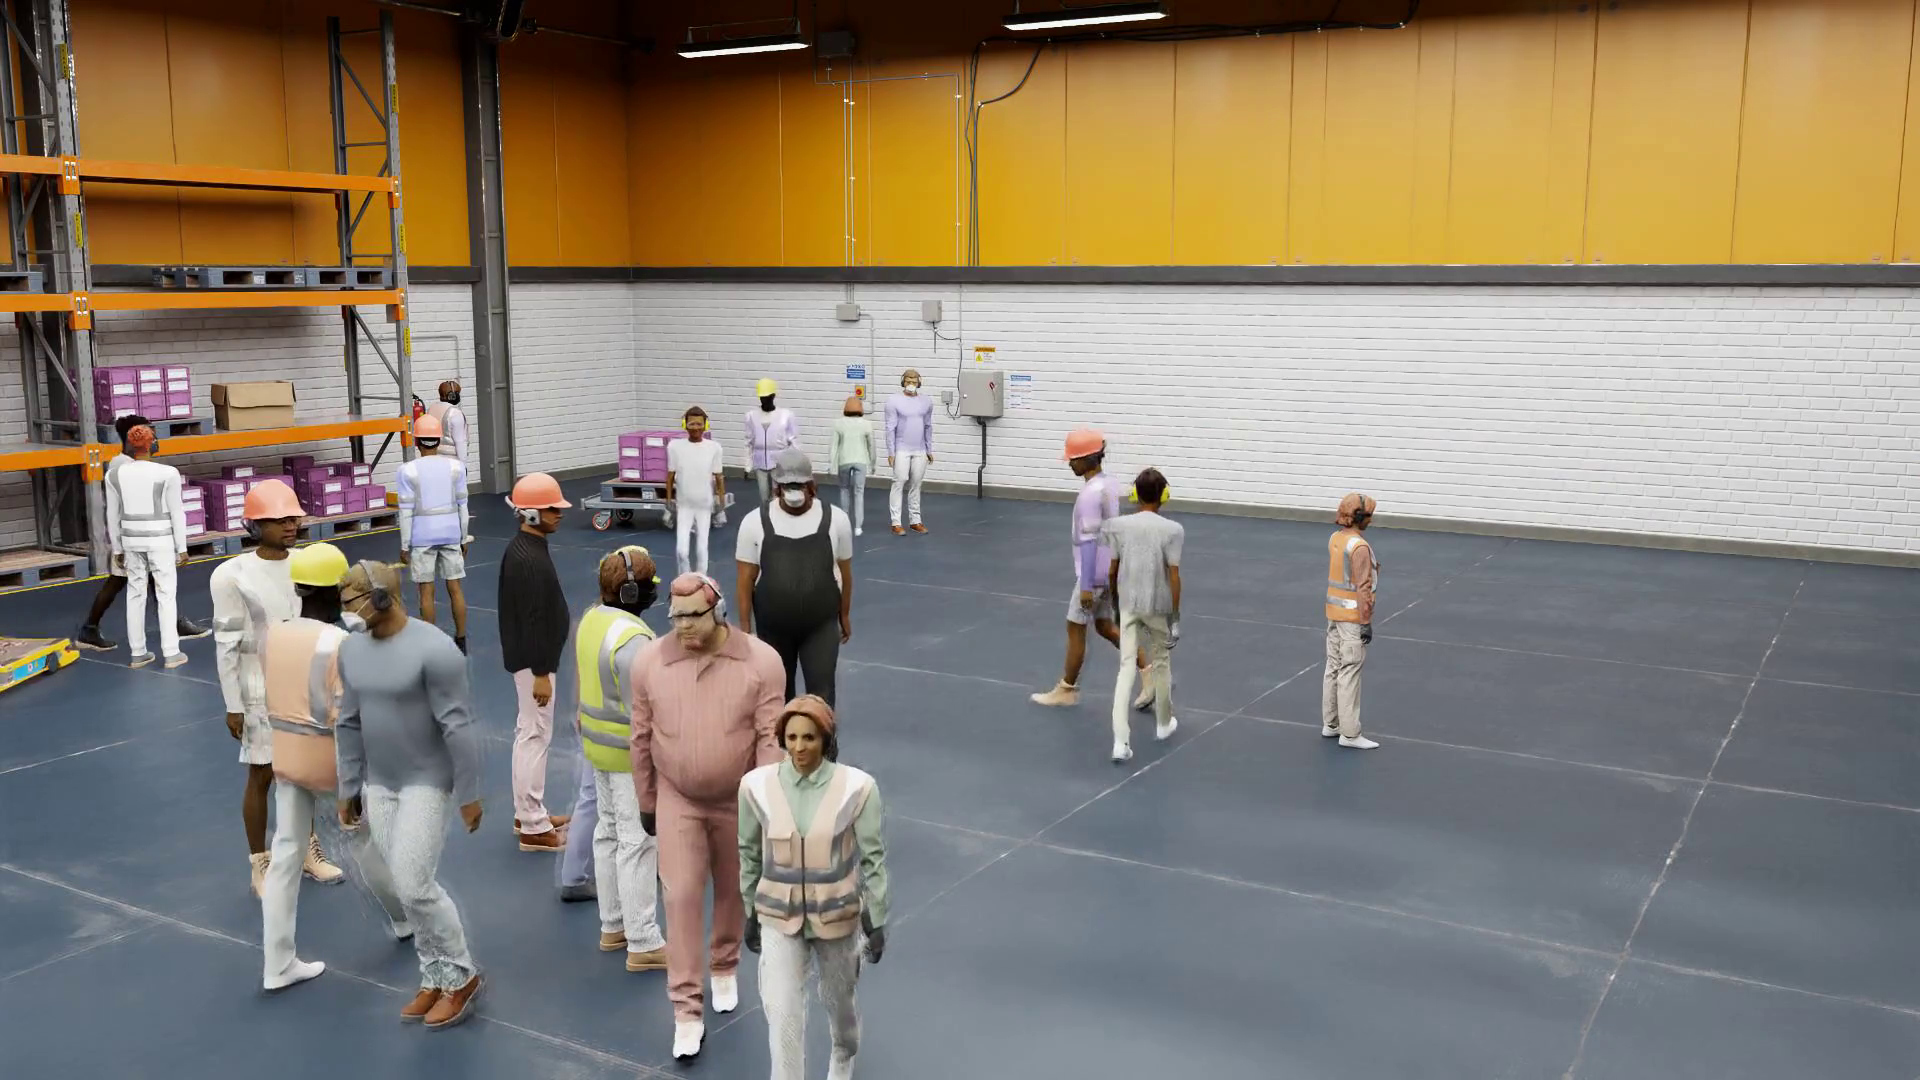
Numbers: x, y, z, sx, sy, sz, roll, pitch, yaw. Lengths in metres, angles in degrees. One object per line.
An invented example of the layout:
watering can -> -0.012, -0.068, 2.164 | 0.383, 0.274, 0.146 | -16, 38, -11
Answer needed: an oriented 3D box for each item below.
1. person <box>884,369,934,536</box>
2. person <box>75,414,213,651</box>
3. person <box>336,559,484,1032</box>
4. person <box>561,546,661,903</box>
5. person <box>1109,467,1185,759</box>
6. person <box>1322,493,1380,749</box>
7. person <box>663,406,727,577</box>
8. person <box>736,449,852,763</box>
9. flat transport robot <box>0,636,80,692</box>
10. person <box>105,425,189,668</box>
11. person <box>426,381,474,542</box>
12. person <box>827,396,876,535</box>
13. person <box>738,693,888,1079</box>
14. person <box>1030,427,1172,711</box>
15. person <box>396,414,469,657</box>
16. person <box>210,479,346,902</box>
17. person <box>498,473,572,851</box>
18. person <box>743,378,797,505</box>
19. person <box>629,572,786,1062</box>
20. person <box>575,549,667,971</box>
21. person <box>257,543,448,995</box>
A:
person -> -0.582, -1.023, 19.334 | 0.628, 1.937, 0.378 | -6, 11, -31
person -> -6.696, -0.063, 13.432 | 1.020, 1.914, 0.616 | -5, 11, -31
person -> -2.259, 1.020, 6.708 | 0.662, 1.900, 0.482 | 5, 10, 29
person -> -1.595, 0.882, 8.067 | 0.816, 1.721, 0.546 | -4, 10, -23
person -> 1.169, 0.452, 10.524 | 0.496, 1.820, 0.968 | 3, 10, 18
person -> 2.503, 0.513, 10.674 | 0.308, 1.639, 0.511 | -2, 9, -11
person -> -2.377, -0.277, 14.921 | 0.567, 1.854, 0.407 | -2, 9, -12
person -> -0.984, 0.440, 9.875 | 0.694, 2.000, 0.952 | -1, 9, -3
flat transport robot -> -7.166, 0.942, 12.249 | 0.652, 0.197, 1.431 | 0, 9, -2
person -> -6.252, 0.053, 12.824 | 0.575, 1.876, 0.340 | 0, 9, -1
person -> -5.746, -0.880, 18.778 | 0.619, 1.836, 0.430 | 8, 12, 39
person -> -1.259, -0.879, 19.449 | 0.567, 1.603, 0.649 | 0, 9, -1
person -> -0.508, 1.304, 5.839 | 0.524, 1.606, 0.829 | 0, 9, 2
person -> 0.976, 0.212, 11.442 | 0.917, 2.005, 0.624 | 3, 10, 19
person -> -4.125, -0.015, 13.033 | 0.542, 1.939, 0.369 | -6, 11, -32
person -> -3.295, 0.721, 8.099 | 0.368, 2.048, 0.608 | 6, 11, 34
person -> -2.224, 0.635, 8.798 | 0.395, 1.992, 0.622 | -3, 10, -18
person -> -2.075, -0.810, 18.092 | 0.586, 1.909, 0.415 | 2, 9, 12
person -> -0.996, 1.059, 6.554 | 0.631, 1.860, 0.909 | -1, 9, -6
person -> -1.433, 0.952, 7.299 | 0.429, 1.845, 0.621 | -6, 11, -33
person -> -2.708, 0.942, 7.227 | 0.616, 1.876, 0.958 | 5, 10, 26
